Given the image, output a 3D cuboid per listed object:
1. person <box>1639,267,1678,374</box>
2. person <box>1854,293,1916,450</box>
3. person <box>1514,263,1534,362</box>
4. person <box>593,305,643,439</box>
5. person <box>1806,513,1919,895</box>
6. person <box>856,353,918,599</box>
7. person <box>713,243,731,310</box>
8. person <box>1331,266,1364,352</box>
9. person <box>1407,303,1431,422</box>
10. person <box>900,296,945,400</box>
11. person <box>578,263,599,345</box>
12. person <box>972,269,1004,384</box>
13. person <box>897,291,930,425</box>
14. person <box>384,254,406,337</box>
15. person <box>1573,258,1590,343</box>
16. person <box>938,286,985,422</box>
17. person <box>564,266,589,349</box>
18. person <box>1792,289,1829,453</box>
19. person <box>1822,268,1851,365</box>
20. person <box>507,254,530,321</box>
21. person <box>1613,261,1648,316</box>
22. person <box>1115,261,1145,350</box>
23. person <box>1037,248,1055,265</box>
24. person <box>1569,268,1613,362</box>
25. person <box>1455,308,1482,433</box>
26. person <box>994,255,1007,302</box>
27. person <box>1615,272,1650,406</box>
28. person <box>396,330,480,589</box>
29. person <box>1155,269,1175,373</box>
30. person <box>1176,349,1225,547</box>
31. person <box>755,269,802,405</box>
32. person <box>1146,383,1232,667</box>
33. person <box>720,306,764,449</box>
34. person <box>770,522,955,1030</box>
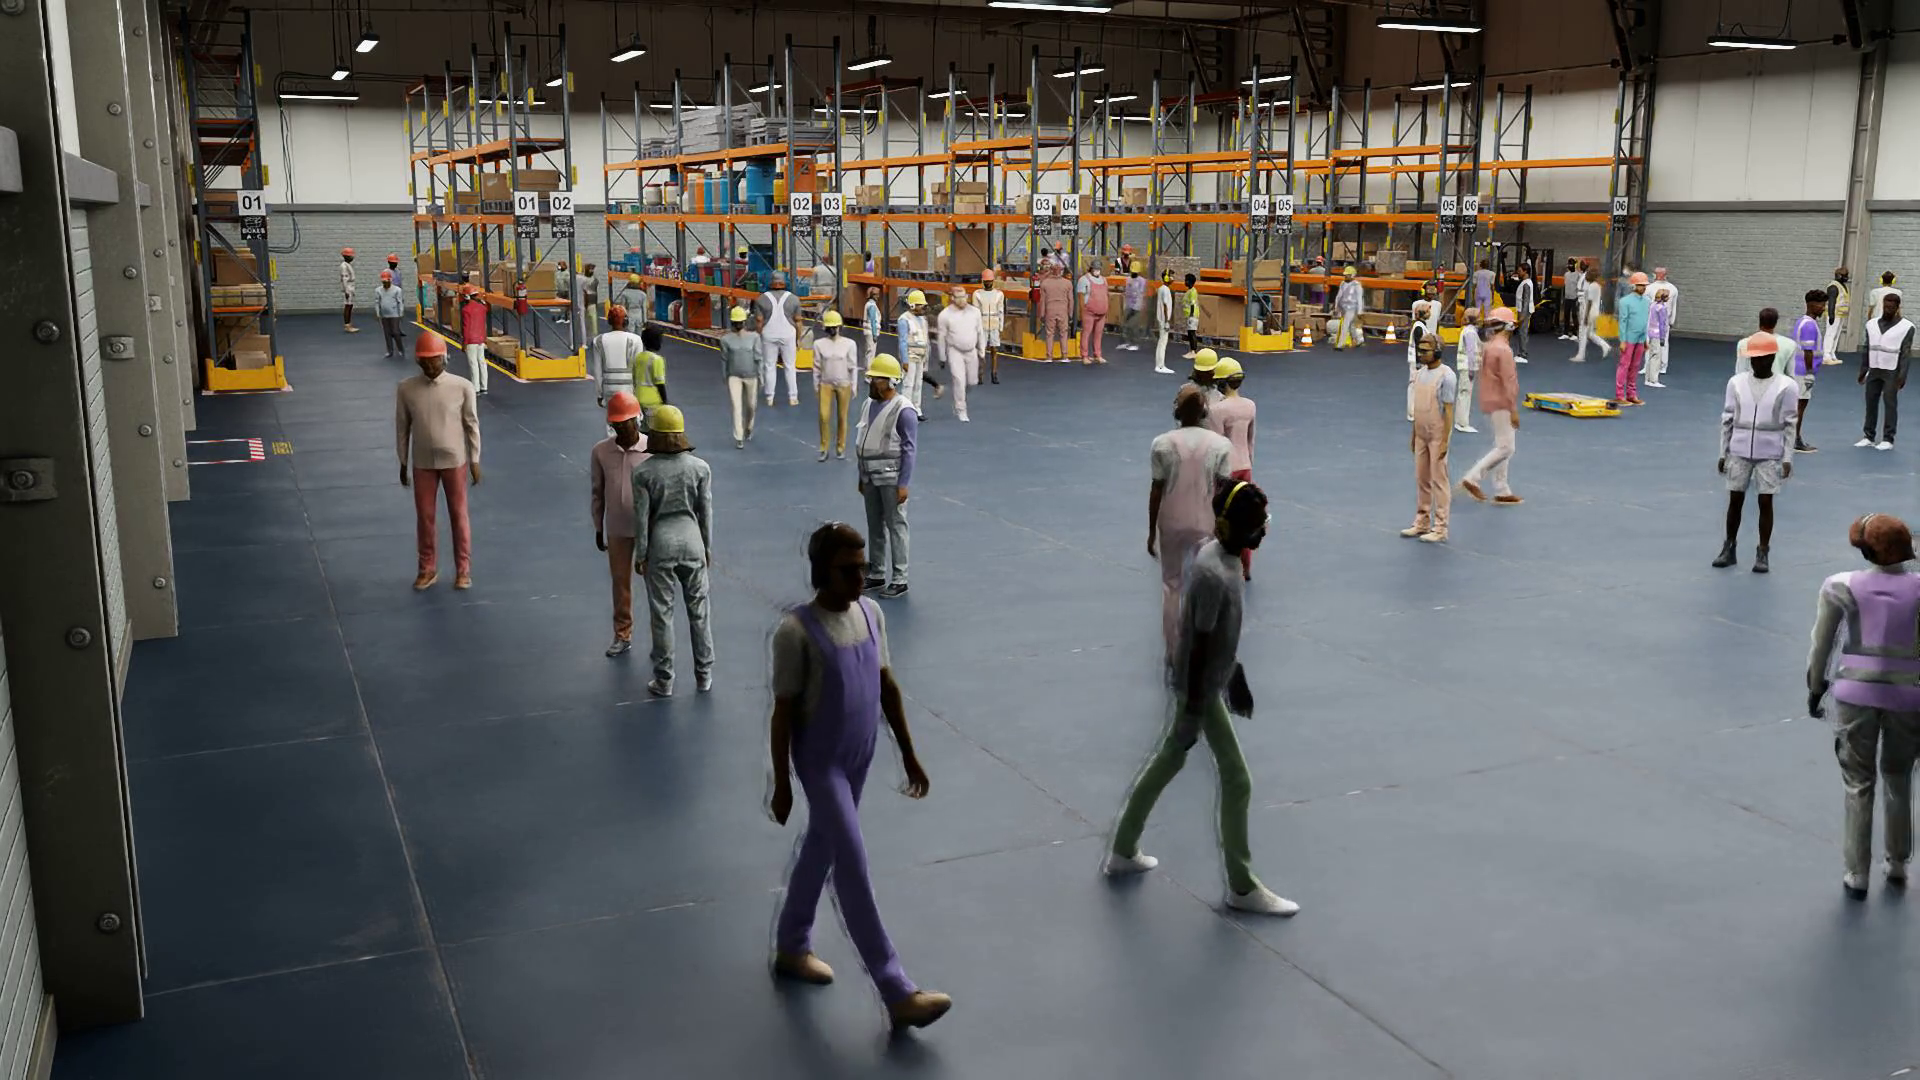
[{"bbox_3d":[12.450,-3.909,29.740,0.652,1.906,0.402,-1,11,-7],"label":"person"},{"bbox_3d":[11.324,-2.061,20.349,0.395,1.909,0.598,-6,13,-28],"label":"person"},{"bbox_3d":[10.897,-4.392,32.166,0.391,1.920,0.593,2,11,12],"label":"person"},{"bbox_3d":[-3.678,-1.601,18.069,0.573,1.883,0.355,1,11,7],"label":"person"},{"bbox_3d":[3.892,0.698,7.070,0.531,1.605,0.505,5,12,23],"label":"person"},{"bbox_3d":[-0.577,-0.481,12.494,0.404,1.837,0.590,-10,15,-41],"label":"person"},{"bbox_3d":[-7.094,-7.869,49.675,0.613,1.997,1.061,7,13,32],"label":"person"},{"bbox_3d":[8.135,-4.816,34.654,0.914,1.800,0.582,-6,12,-26],"label":"person"},{"bbox_3d":[6.355,-2.457,23.036,0.314,1.641,0.515,4,12,19],"label":"person"},{"bbox_3d":[-0.587,-2.814,24.816,0.634,1.666,0.539,-7,13,-30],"label":"person"},{"bbox_3d":[-8.165,-5.158,36.354,0.583,1.805,0.902,-8,14,-36],"label":"person"},{"bbox_3d":[0.476,-3.584,28.007,0.552,1.936,0.361,-2,11,-8],"label":"person"},{"bbox_3d":[-0.634,-2.490,22.744,0.404,1.824,0.594,6,12,27],"label":"person"},{"bbox_3d":[-13.148,-5.673,38.667,0.396,1.930,0.539,4,12,19],"label":"person"},{"bbox_3d":[13.901,-5.324,37.018,0.350,1.877,0.577,1,11,7],"label":"person"},{"bbox_3d":[0.012,-2.608,23.202,0.658,1.874,0.646,-5,12,-22],"label":"person"},{"bbox_3d":[-8.120,-4.962,35.222,0.511,1.861,0.326,-2,11,-9],"label":"person"},{"bbox_3d":[10.225,-2.043,20.118,0.374,1.959,0.600,3,12,16],"label":"person"},{"bbox_3d":[16.740,-4.269,31.737,0.429,1.841,0.634,11,15,43],"label":"person"},{"bbox_3d":[-11.929,-6.806,44.710,0.753,1.813,0.603,8,14,36],"label":"person"},{"bbox_3d":[13.723,-4.743,33.993,0.550,1.896,0.647,-9,14,-39],"label":"person"},{"bbox_3d":[3.593,-4.883,34.775,0.630,1.872,0.621,-9,14,-38],"label":"person"},{"bbox_3d":[2.326,-7.310,47.079,0.614,1.884,0.886,-4,12,-19],"label":"person"},{"bbox_3d":[12.221,-4.332,32.103,0.711,1.824,0.516,8,14,36],"label":"person"},{"bbox_3d":[6.707,-2.241,21.943,0.306,1.639,0.523,2,11,9],"label":"person"},{"bbox_3d":[1.176,-7.723,49.882,0.510,1.608,0.717,-6,13,-29],"label":"person"},{"bbox_3d":[10.093,-3.003,24.910,0.608,1.995,0.377,-7,13,-31],"label":"person"},{"bbox_3d":[-3.993,-0.607,12.731,0.622,1.991,0.396,-1,11,-5],"label":"person"},{"bbox_3d":[3.713,-3.956,30.087,0.317,1.865,0.523,0,11,-1],"label":"person"},{"bbox_3d":[2.080,-0.768,14.214,0.484,1.736,0.308,2,11,12],"label":"person"},{"bbox_3d":[-2.724,-3.046,25.012,0.688,2.000,0.536,-1,11,-6],"label":"person"},{"bbox_3d":[1.429,-0.057,10.387,0.519,1.831,0.603,0,11,2],"label":"person"},{"bbox_3d":[-2.707,-2.033,20.608,0.521,1.740,0.782,-3,11,-13],"label":"person"},{"bbox_3d":[-0.381,0.825,5.960,0.959,1.794,0.513,8,13,34],"label":"person"}]
